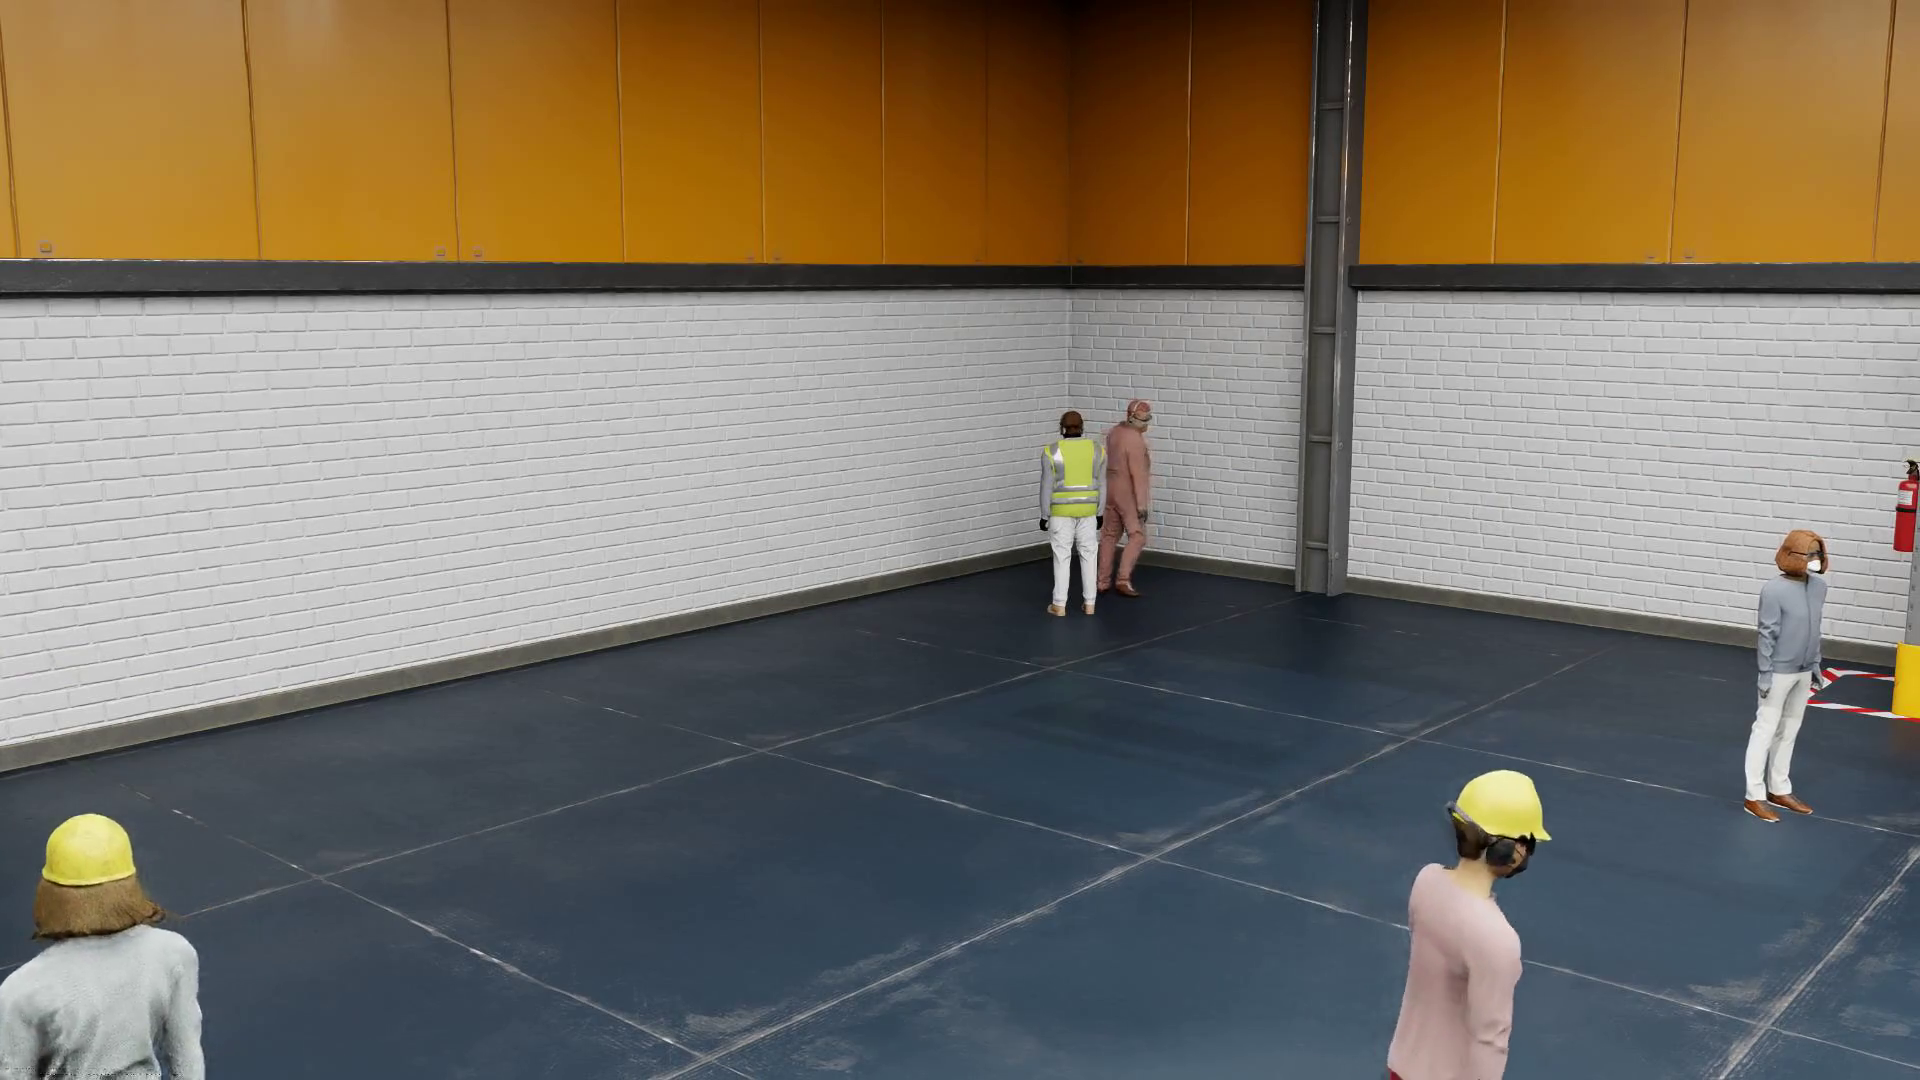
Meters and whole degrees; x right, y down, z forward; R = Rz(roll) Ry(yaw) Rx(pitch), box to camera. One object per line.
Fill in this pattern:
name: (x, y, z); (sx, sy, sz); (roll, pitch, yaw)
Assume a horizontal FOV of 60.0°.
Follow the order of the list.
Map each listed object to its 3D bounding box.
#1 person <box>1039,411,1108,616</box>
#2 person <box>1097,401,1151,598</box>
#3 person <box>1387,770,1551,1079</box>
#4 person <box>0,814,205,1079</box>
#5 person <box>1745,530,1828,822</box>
person: (0.999, -0.235, 14.838); (0.621, 1.838, 0.429); (-2, 9, -13)
person: (1.552, -0.384, 15.698); (0.491, 1.867, 0.700); (-3, 10, -18)
person: (1.250, 1.464, 4.490); (0.676, 1.732, 0.537); (-2, 9, -12)
person: (-2.118, 1.530, 4.172); (0.881, 1.705, 0.495); (5, 11, 31)
person: (4.642, 0.746, 9.304); (0.501, 1.632, 0.280); (-5, 10, -27)
